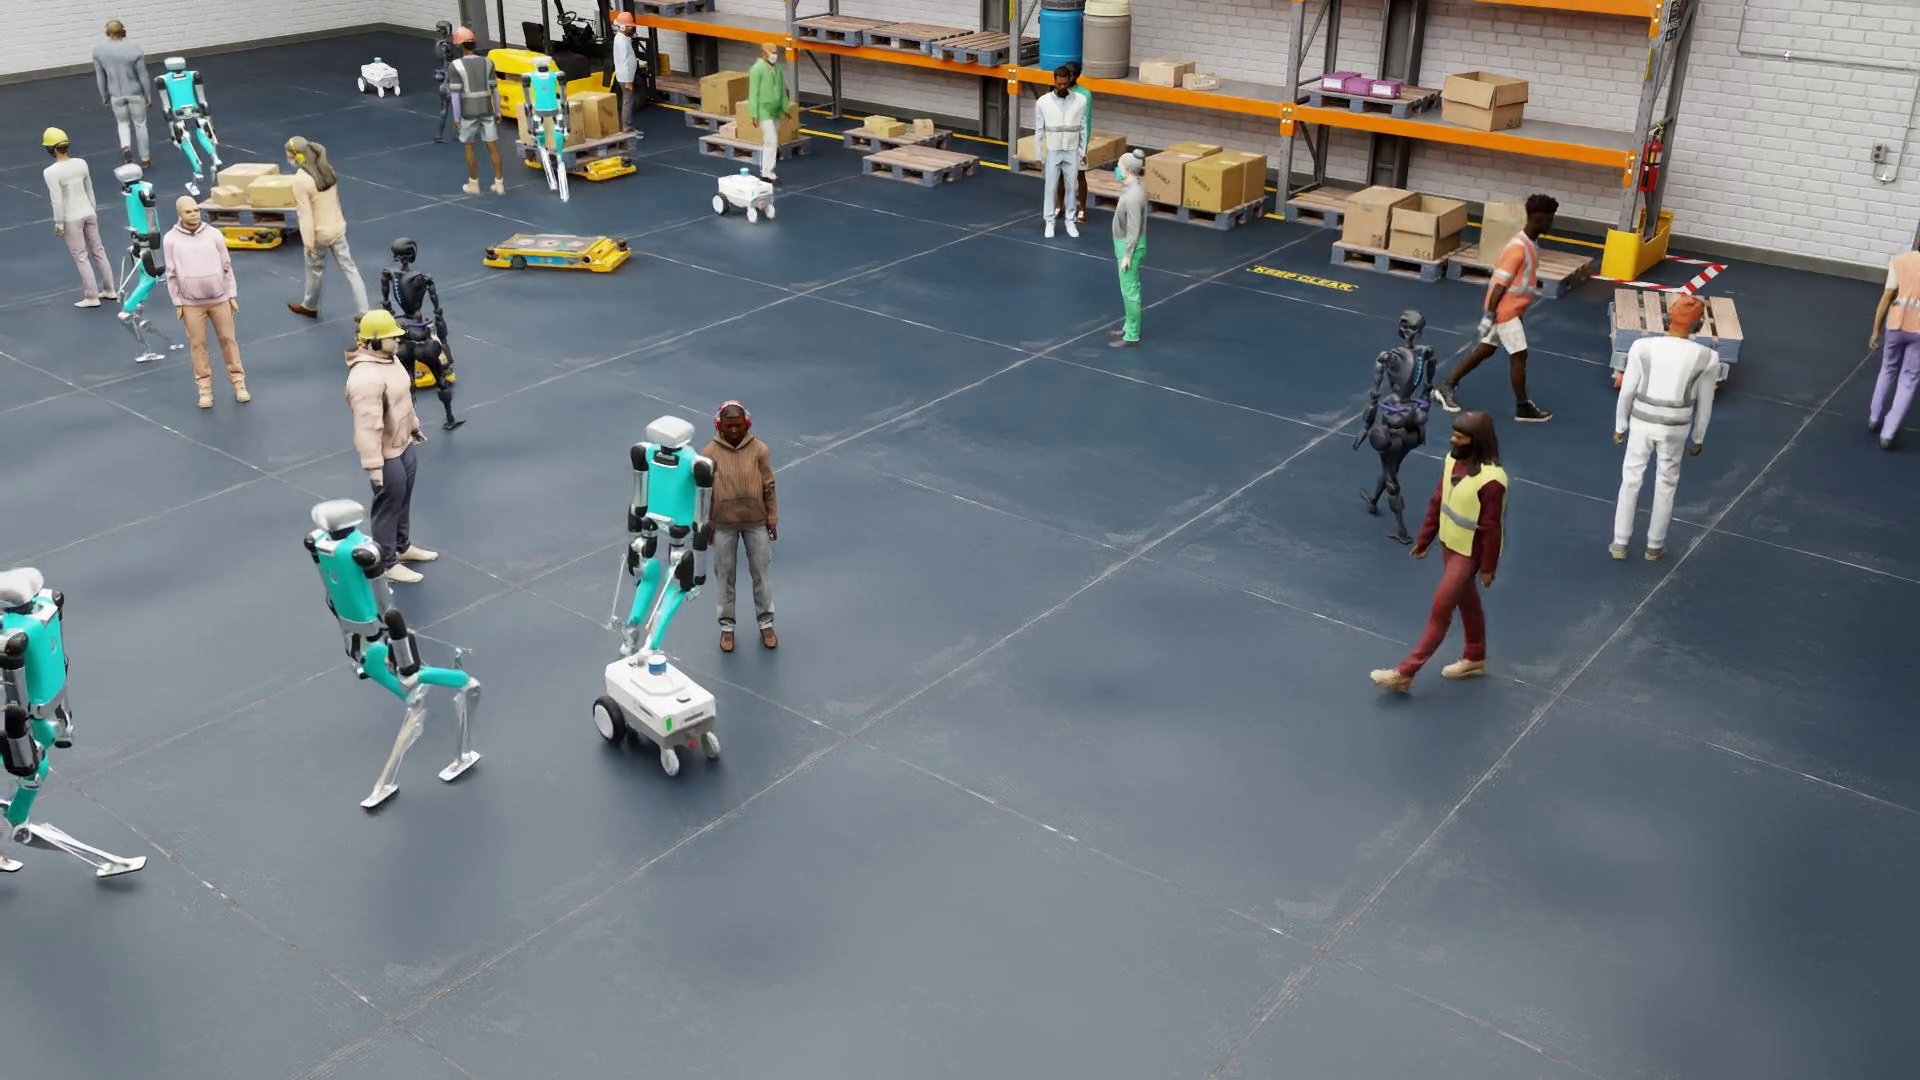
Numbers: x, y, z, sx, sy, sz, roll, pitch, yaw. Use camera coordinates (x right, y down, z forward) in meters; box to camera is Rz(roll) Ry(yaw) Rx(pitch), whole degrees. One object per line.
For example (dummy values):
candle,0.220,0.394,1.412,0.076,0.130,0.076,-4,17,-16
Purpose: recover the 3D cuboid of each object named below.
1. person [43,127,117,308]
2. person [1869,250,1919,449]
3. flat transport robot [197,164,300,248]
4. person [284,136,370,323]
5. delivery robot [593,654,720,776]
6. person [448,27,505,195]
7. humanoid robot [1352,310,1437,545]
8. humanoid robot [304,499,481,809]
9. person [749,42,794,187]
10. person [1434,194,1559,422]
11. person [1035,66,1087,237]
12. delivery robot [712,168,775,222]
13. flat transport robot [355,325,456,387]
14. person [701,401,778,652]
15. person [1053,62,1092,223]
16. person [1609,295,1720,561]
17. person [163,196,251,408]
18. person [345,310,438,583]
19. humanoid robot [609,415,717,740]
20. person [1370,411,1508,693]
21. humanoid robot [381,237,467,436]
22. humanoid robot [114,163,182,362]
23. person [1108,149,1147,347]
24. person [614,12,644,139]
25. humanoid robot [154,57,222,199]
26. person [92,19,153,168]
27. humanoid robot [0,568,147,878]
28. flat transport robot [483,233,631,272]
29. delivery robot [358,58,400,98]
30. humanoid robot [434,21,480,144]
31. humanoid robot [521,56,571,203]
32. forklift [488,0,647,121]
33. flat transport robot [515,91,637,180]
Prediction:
person,-8.749,-3.181,16.436,0.327,1.767,0.529,8,27,15
person,7.587,-1.652,13.229,0.580,1.798,0.815,15,30,29
flat transport robot,-7.900,-3.609,19.044,0.659,0.231,1.431,2,26,4
person,-6.130,-2.950,15.904,0.982,1.823,0.621,11,28,22
delivery robot,-1.693,0.927,9.344,0.499,0.614,0.808,-21,33,-36
person,-5.969,-5.254,20.457,0.638,2.023,0.591,-22,33,-37
humanoid robot,3.039,-0.837,11.721,0.595,1.632,0.744,-13,29,-25
humanoid robot,-2.906,0.536,8.811,0.567,1.776,0.880,19,31,34
person,-2.324,-5.345,20.913,0.605,1.766,0.569,17,30,31
person,4.460,-1.911,13.661,0.962,1.899,0.655,9,27,19
person,1.134,-4.378,18.757,0.598,1.909,0.400,-4,26,-9
delivery robot,-2.544,-4.114,19.739,0.499,0.576,0.757,-23,34,-39
flat transport robot,-5.029,-1.673,15.034,0.659,0.231,1.431,-12,28,-23
person,-1.346,-0.097,10.188,0.462,1.646,0.321,-4,26,-9
person,1.300,-4.642,19.387,0.486,1.841,0.389,11,28,22
person,4.740,-0.739,11.258,0.593,1.887,0.369,12,28,22
person,-6.355,-2.016,14.002,0.525,1.784,0.401,-12,28,-24
person,-3.798,-0.623,11.037,0.436,1.859,0.802,0,26,1
humanoid robot,-1.780,0.269,9.380,0.568,1.802,0.945,11,28,22
person,2.820,0.074,9.729,0.882,1.731,0.502,-6,26,-12
humanoid robot,-4.381,-1.626,13.354,0.586,1.658,0.595,9,27,17
humanoid robot,-7.471,-2.441,14.969,0.741,1.802,0.545,-22,34,-38
person,1.558,-2.693,15.339,0.325,1.838,0.524,4,26,8
person,-4.672,-6.538,23.420,0.348,1.738,0.572,-5,26,-10
humanoid robot,-9.202,-4.877,19.971,0.556,1.735,0.972,-18,31,-32
person,-10.841,-5.778,21.634,0.643,1.926,0.598,-6,26,-12
humanoid robot,-4.616,0.964,7.964,1.039,1.771,0.532,-2,26,-4
flat transport robot,-4.361,-3.110,18.012,1.431,0.231,0.659,4,26,8
delivery robot,-9.253,-7.382,26.531,0.499,0.596,0.795,-20,32,-35
humanoid robot,-7.120,-6.394,23.205,0.631,1.628,0.601,-7,27,-14
humanoid robot,-5.029,-5.054,20.359,0.536,1.763,0.912,-6,26,-12
forklift,-5.874,-7.334,24.552,1.214,2.155,2.313,19,32,34
flat transport robot,-5.000,-4.962,21.848,1.431,0.231,0.659,18,31,33
